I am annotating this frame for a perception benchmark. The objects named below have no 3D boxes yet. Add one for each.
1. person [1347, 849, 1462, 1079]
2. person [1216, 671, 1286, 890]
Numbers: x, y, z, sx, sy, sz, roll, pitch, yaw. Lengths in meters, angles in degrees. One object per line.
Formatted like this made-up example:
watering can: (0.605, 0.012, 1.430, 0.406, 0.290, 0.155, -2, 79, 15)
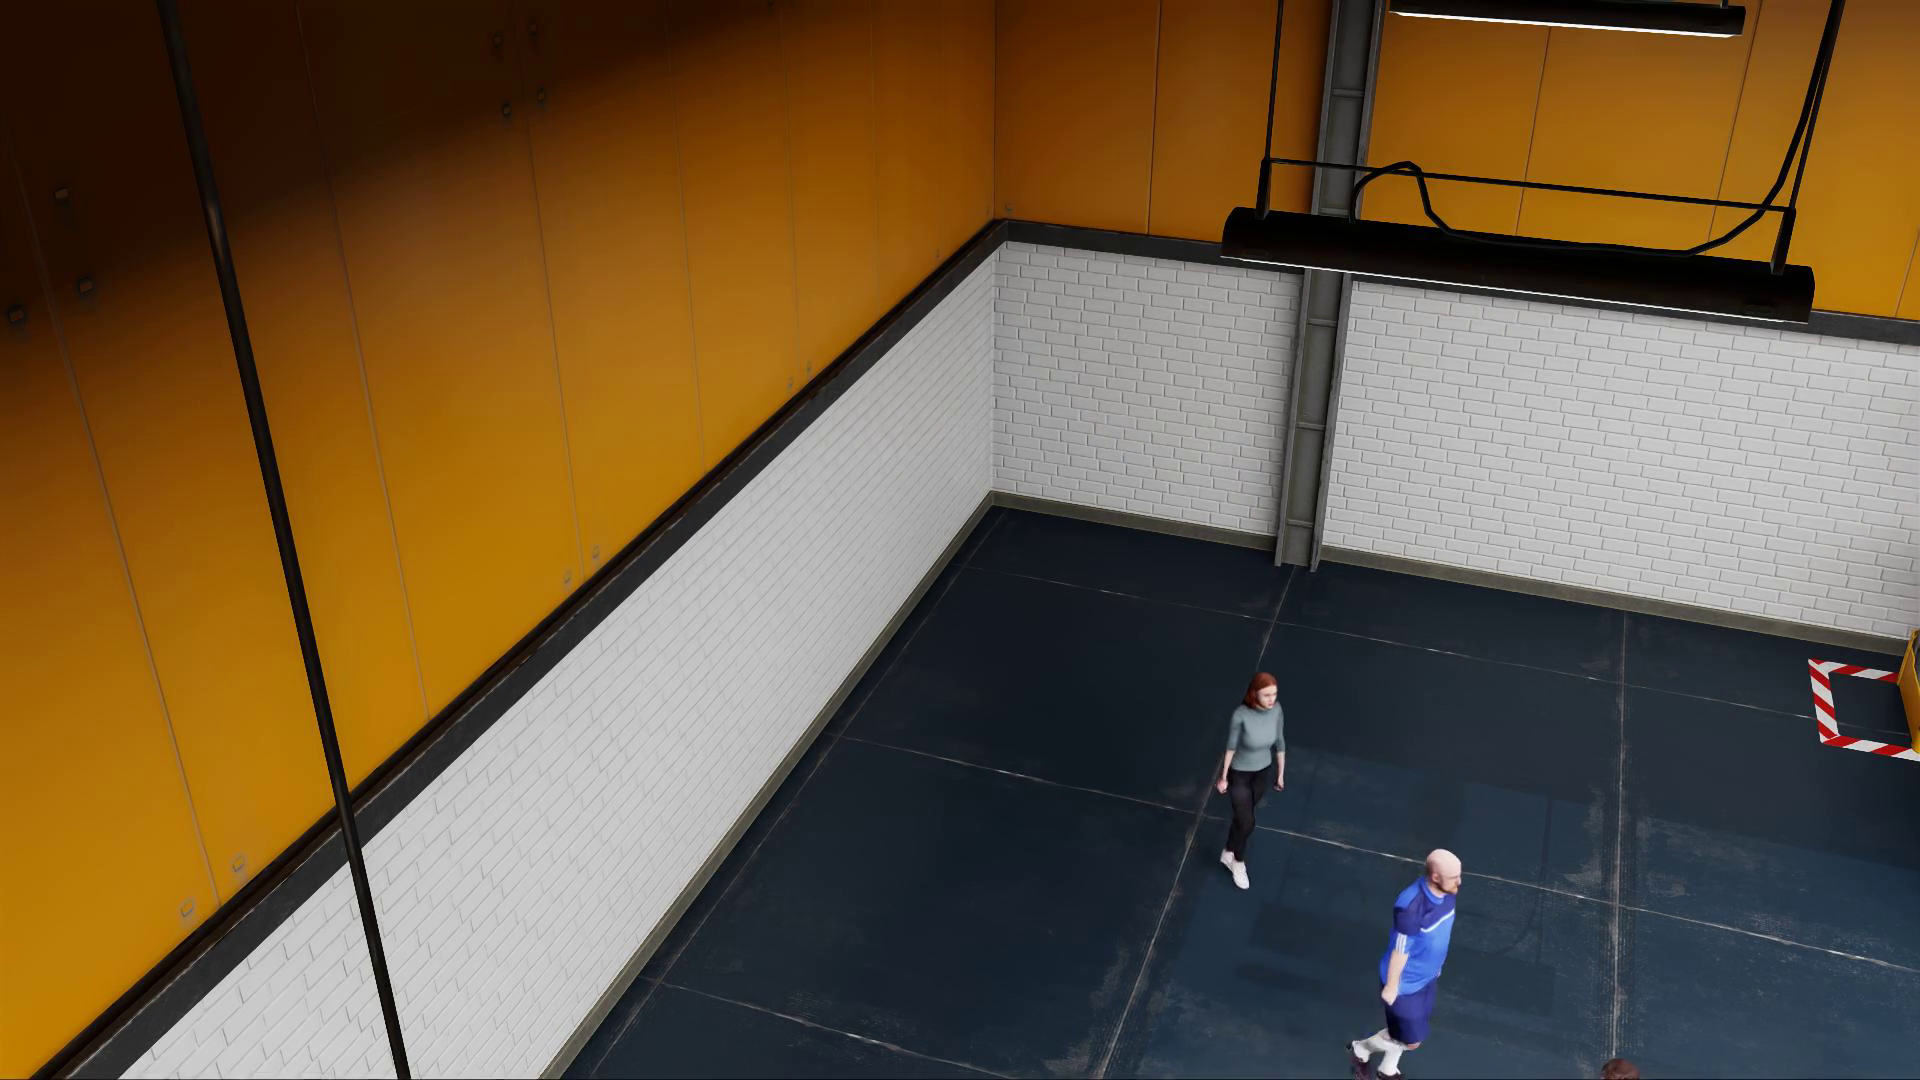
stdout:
person: (2.623, 2.549, 9.930, 0.831, 1.820, 0.866, -23, 36, -35)
person: (1.988, 1.624, 11.724, 0.759, 1.726, 0.823, -11, 31, -20)
